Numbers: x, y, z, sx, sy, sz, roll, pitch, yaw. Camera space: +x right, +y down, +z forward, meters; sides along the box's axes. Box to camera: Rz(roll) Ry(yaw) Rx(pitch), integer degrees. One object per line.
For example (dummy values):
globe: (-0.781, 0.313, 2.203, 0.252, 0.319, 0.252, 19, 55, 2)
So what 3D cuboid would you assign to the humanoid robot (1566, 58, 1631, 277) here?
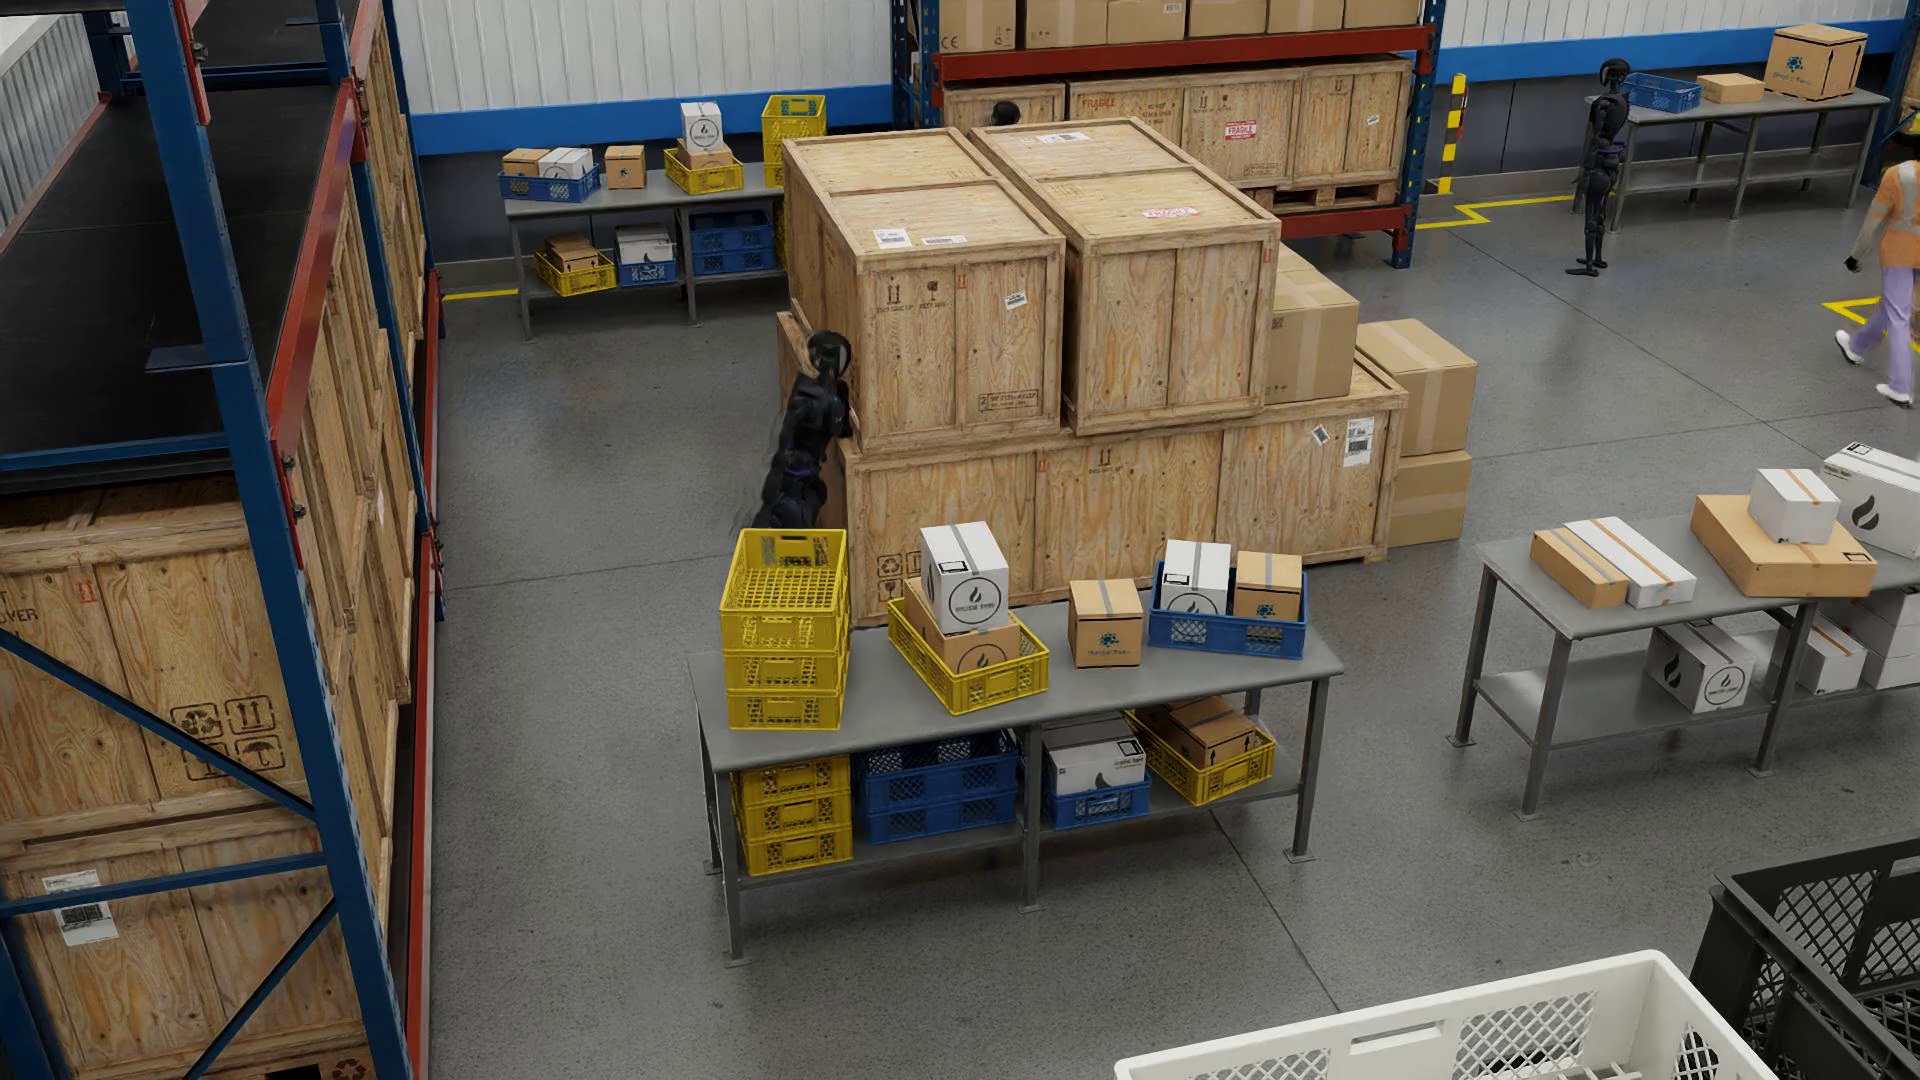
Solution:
humanoid robot: (4.978, -2.895, 12.903, 0.325, 1.650, 0.567, 18, 34, 30)

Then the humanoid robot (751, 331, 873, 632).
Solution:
humanoid robot: (-0.746, -0.214, 8.091, 0.713, 1.620, 0.644, 10, 30, 17)

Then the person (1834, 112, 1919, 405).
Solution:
person: (6.180, -1.902, 10.915, 0.591, 1.857, 0.999, -4, 29, -7)

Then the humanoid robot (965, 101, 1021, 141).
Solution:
humanoid robot: (0.166, -2.334, 11.923, 0.632, 1.611, 0.632, 13, 32, 23)
